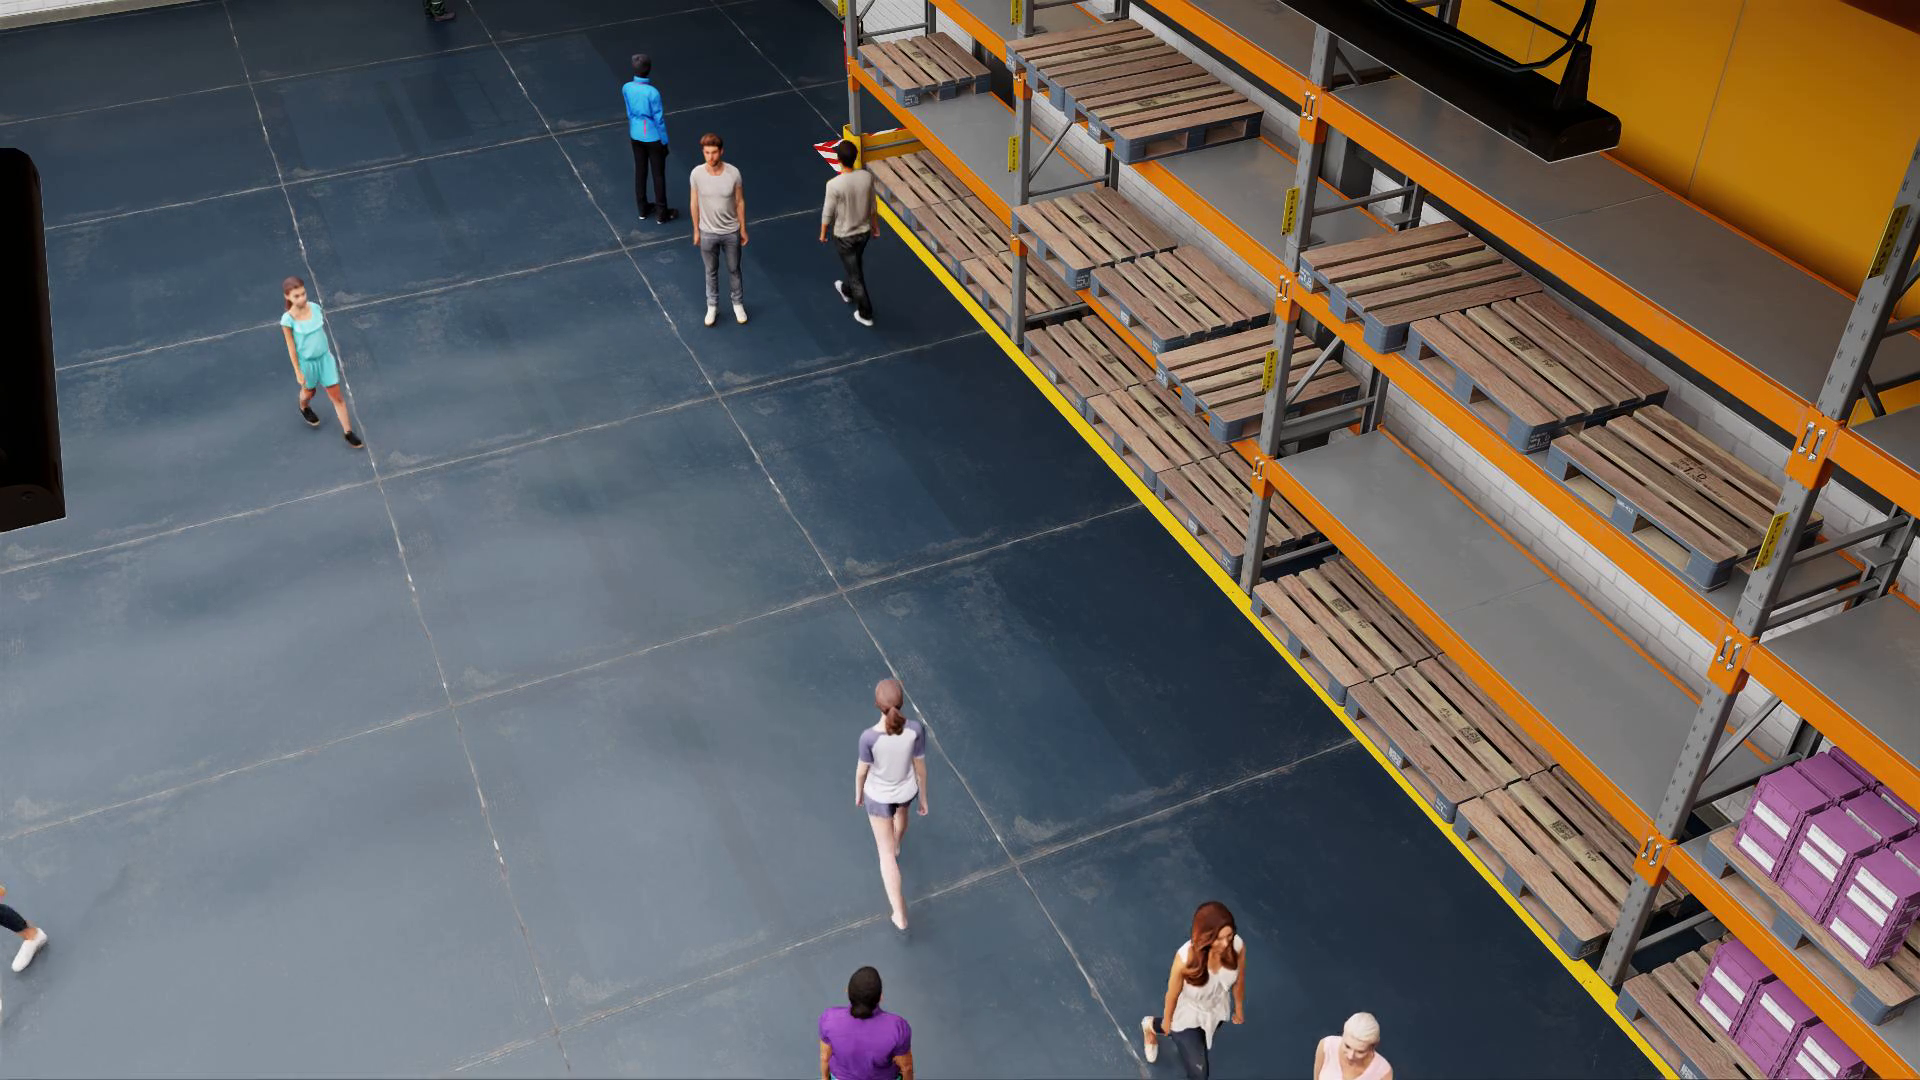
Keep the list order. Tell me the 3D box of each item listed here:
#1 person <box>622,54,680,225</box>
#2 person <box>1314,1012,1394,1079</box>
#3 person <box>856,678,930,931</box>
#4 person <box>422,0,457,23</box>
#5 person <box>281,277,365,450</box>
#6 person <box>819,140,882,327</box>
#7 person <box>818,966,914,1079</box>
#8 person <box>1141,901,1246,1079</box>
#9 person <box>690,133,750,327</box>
[{"bbox_3d":[-3.218,-4.120,17.080,0.668,1.796,0.746,17,42,20],"label":"person"},{"bbox_3d":[1.953,2.869,8.406,1.030,1.700,0.969,21,43,24],"label":"person"},{"bbox_3d":[-0.397,1.586,9.992,0.699,1.726,1.151,-10,40,-12],"label":"person"},{"bbox_3d":[-6.926,-7.644,21.458,0.816,1.839,0.660,-30,47,-32],"label":"person"},{"bbox_3d":[-5.516,-1.530,14.055,1.139,1.524,0.845,29,47,32],"label":"person"},{"bbox_3d":[-0.949,-2.804,15.437,0.785,1.790,1.034,-23,44,-26],"label":"person"},{"bbox_3d":[-0.488,2.813,8.430,0.837,1.757,0.910,3,39,4],"label":"person"},{"bbox_3d":[1.220,2.454,8.886,0.600,1.749,1.078,-16,41,-19],"label":"person"},{"bbox_3d":[-2.234,-2.905,15.477,0.731,1.898,0.687,-3,39,-4],"label":"person"}]
